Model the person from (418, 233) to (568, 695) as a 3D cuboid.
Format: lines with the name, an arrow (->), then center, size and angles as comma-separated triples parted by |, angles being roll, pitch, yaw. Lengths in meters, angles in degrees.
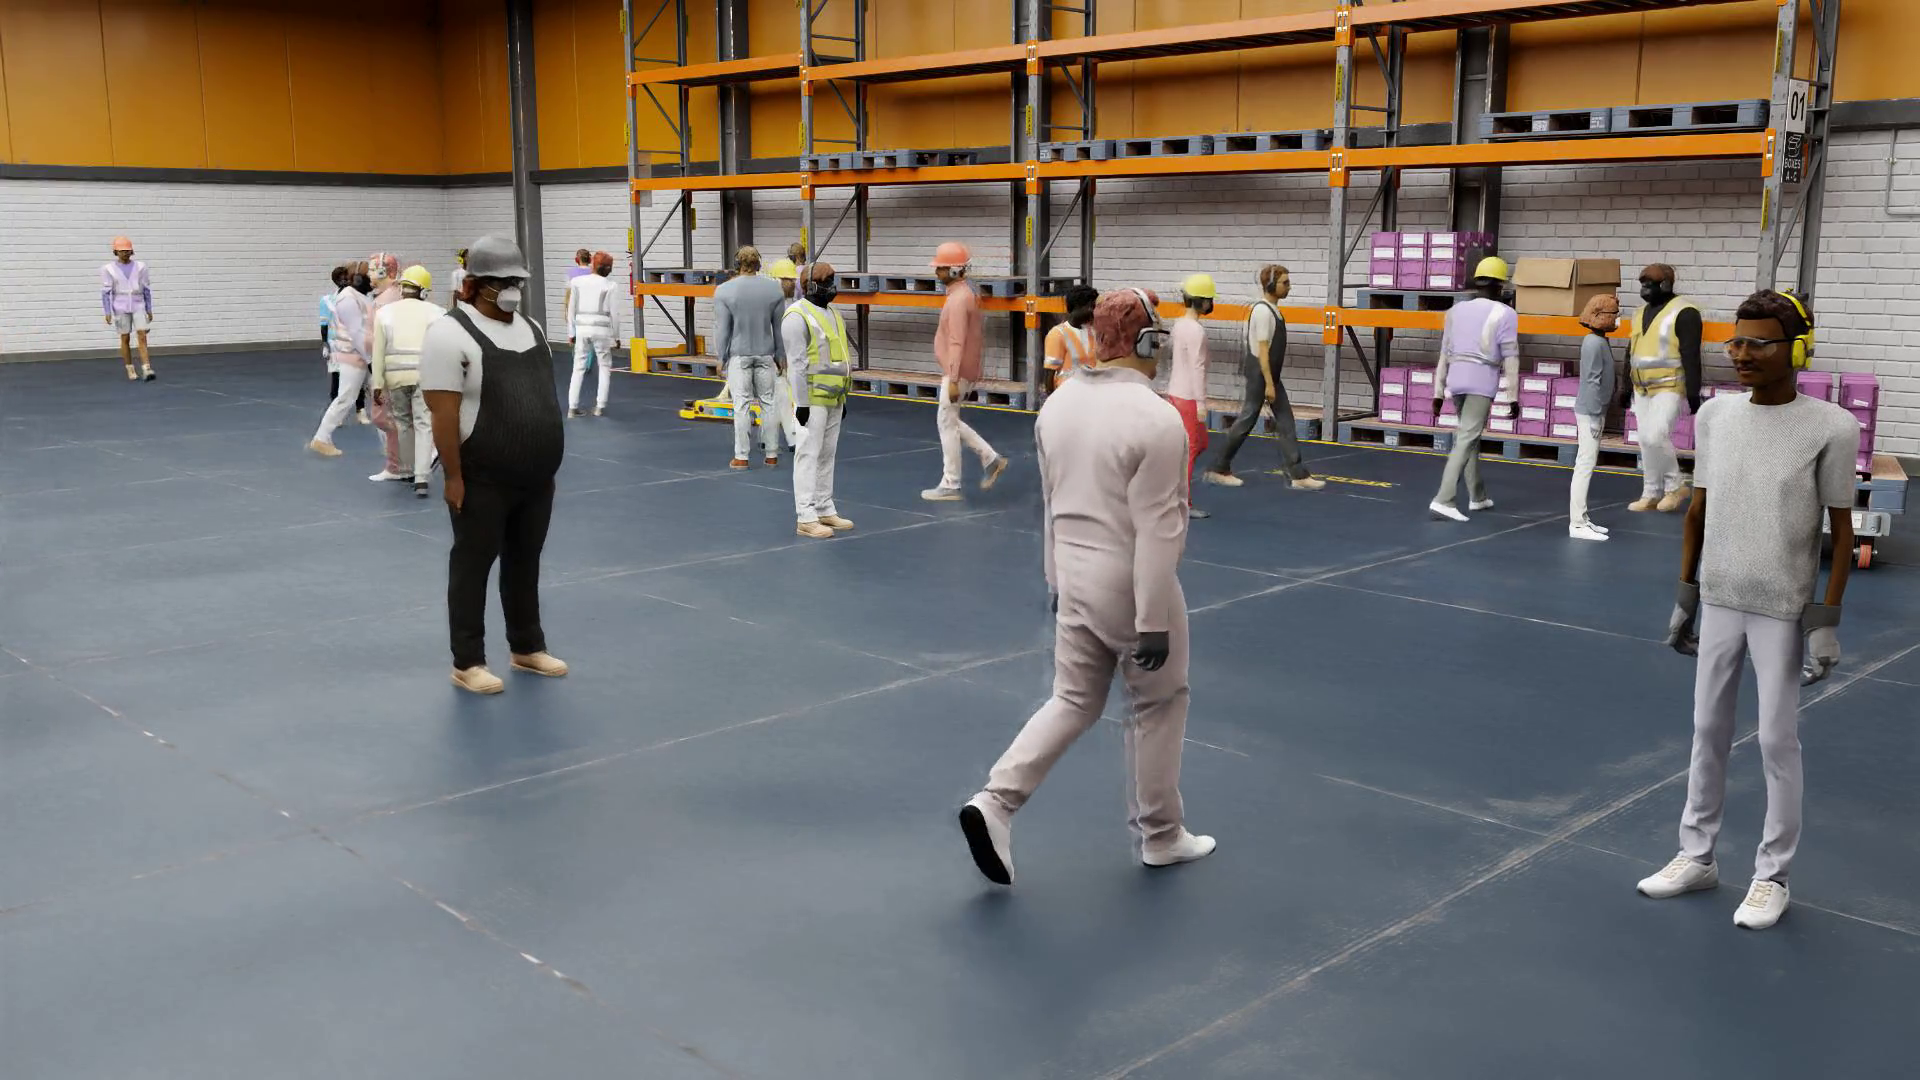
person -> -2.026, -0.347, 7.438 | 0.536, 2.000, 0.689 | 6, 12, 29

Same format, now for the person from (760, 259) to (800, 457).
person -> -1.571, -1.665, 15.300 | 0.835, 1.792, 0.605 | 6, 12, 28

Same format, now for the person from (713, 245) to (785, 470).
person -> -1.813, -1.571, 14.391 | 0.630, 1.938, 0.366 | -4, 11, -22

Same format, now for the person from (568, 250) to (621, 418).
person -> -4.070, -2.284, 18.505 | 0.615, 1.854, 0.484 | 2, 11, 11

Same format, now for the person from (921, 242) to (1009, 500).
person -> 0.021, -1.281, 12.707 | 0.571, 1.973, 0.631 | 1, 10, 3

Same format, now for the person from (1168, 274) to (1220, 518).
person -> 1.649, -1.012, 11.832 | 0.382, 1.747, 0.537 | -1, 10, -6

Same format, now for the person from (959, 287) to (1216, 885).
person -> 0.426, 0.158, 5.157 | 0.859, 1.876, 0.643 | -7, 13, -35

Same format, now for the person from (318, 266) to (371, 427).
person -> -6.494, -2.042, 17.617 | 0.542, 1.696, 0.316 | -7, 13, -34

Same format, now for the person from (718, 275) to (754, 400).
person -> -2.441, -2.118, 18.302 | 0.811, 1.602, 0.505 | 6, 12, 30

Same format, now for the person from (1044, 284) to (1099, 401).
person -> 0.813, -1.005, 12.028 | 0.465, 1.667, 0.550 | 8, 13, 36

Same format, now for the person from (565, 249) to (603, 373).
person -> -5.516, -3.348, 24.408 | 0.600, 1.819, 0.446 | -5, 12, -26

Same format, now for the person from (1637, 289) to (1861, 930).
person -> 2.333, 0.206, 4.891 | 0.325, 1.871, 0.516 | -7, 13, -34

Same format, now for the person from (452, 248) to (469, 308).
person -> -7.479, -3.503, 25.226 | 0.938, 1.834, 0.524 | 5, 12, 26

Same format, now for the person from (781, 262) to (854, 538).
person -> -0.943, -0.950, 11.266 | 0.429, 1.846, 0.625 | 4, 11, 22

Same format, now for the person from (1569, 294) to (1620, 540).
person -> 4.258, -0.825, 11.151 | 0.286, 1.633, 0.499 | 4, 11, 21

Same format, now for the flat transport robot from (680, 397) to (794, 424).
flat transport robot -> -2.305, -1.416, 18.095 | 1.431, 0.197, 0.652 | 7, 13, 35

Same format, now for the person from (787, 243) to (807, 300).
person -> -1.844, -2.458, 19.244 | 0.371, 1.934, 0.627 | 6, 12, 29

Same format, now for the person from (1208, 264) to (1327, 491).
person -> 2.428, -1.286, 13.236 | 0.955, 1.802, 0.532 | 5, 11, 23

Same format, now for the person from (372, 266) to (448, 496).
person -> -4.287, -1.254, 13.083 | 0.617, 1.774, 0.929 | -2, 11, -10

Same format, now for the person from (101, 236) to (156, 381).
person -> -11.474, -3.180, 22.981 | 0.636, 1.996, 0.979 | -7, 13, -35

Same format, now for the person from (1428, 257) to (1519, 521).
person -> 3.675, -1.085, 11.947 | 0.914, 1.875, 0.616 | -8, 13, -36

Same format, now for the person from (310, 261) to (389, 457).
person -> -5.524, -1.641, 15.195 | 0.936, 1.809, 0.606 | 1, 10, 3

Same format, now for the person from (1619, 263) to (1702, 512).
person -> 5.076, -1.086, 12.071 | 0.448, 1.822, 0.683 | -3, 11, -16

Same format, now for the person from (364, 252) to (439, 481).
person -> -4.589, -1.401, 13.602 | 0.560, 1.887, 0.650 | -1, 10, -3
